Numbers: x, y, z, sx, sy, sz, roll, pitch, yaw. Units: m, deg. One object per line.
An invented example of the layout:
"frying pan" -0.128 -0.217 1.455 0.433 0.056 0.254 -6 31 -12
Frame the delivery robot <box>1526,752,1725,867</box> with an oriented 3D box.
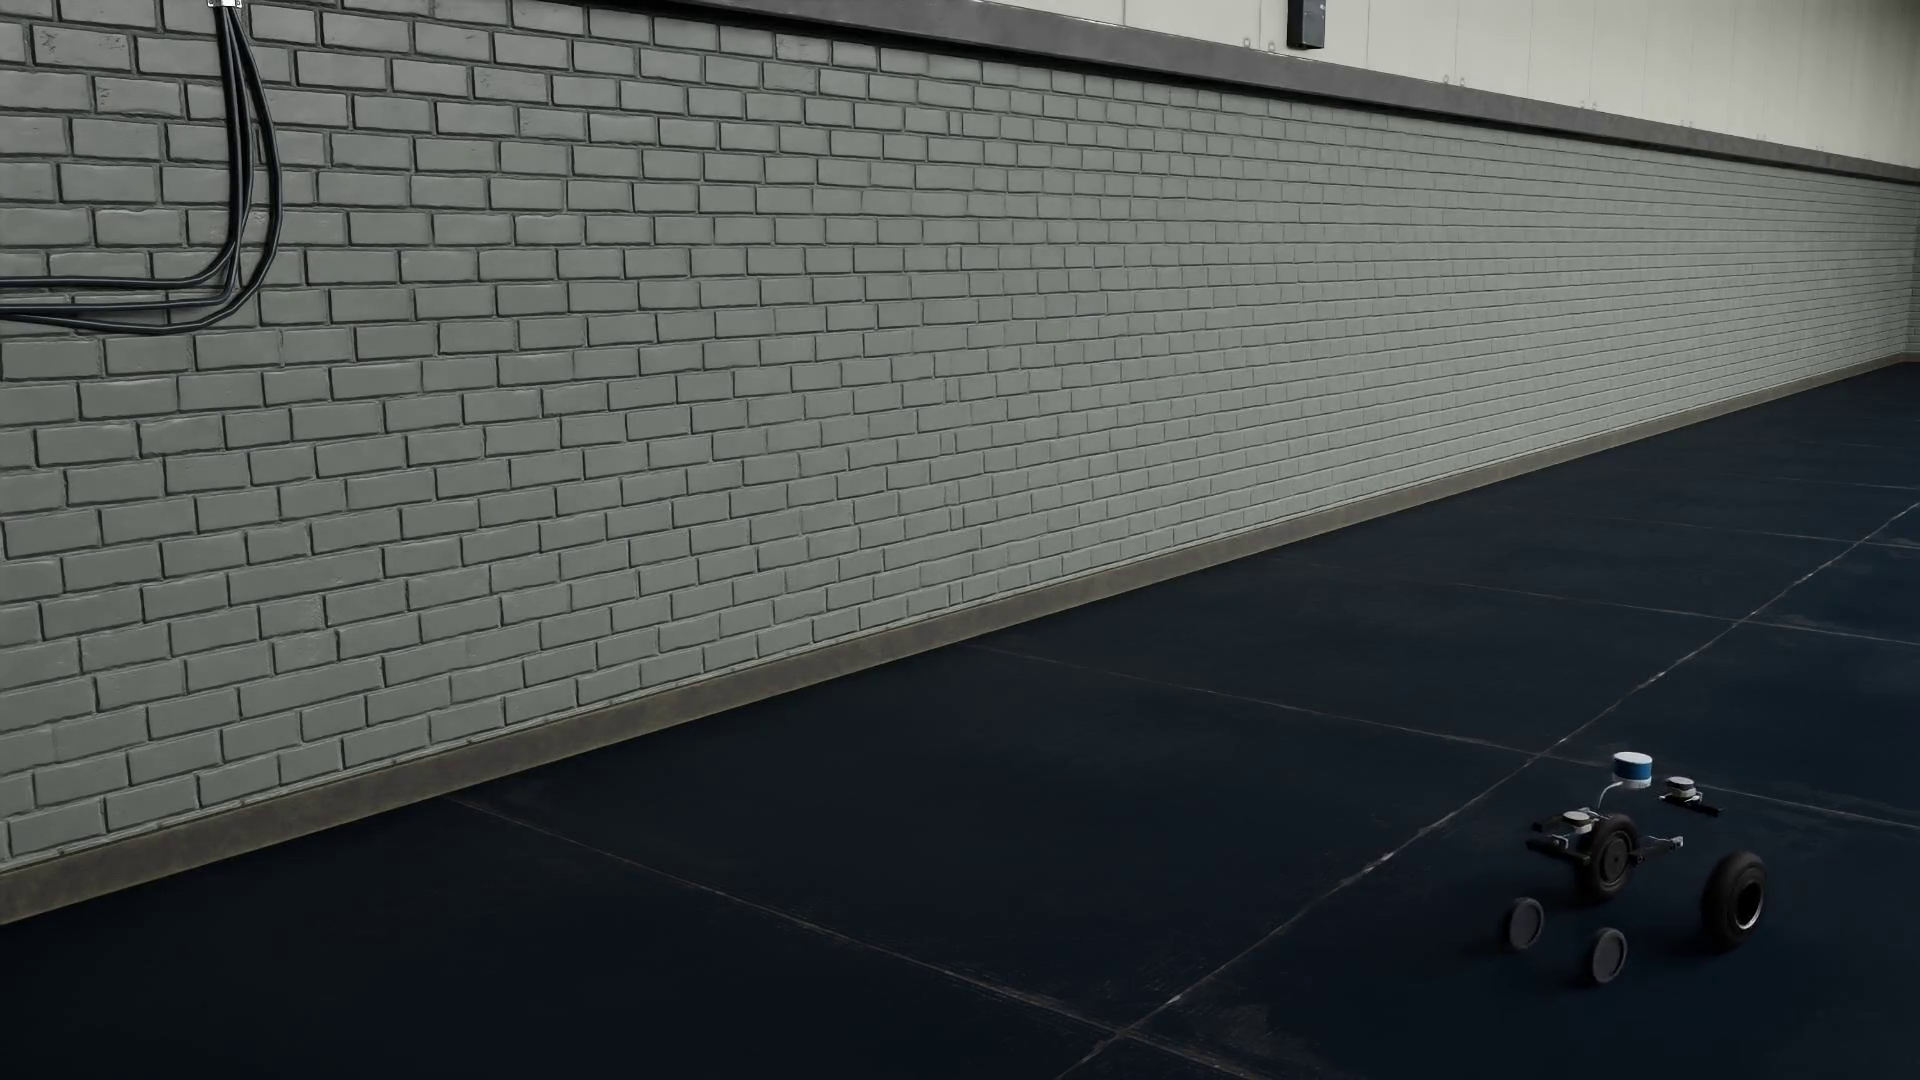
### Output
"delivery robot" 1.914 0.726 4.745 0.698 0.223 0.335 -7 13 -35
